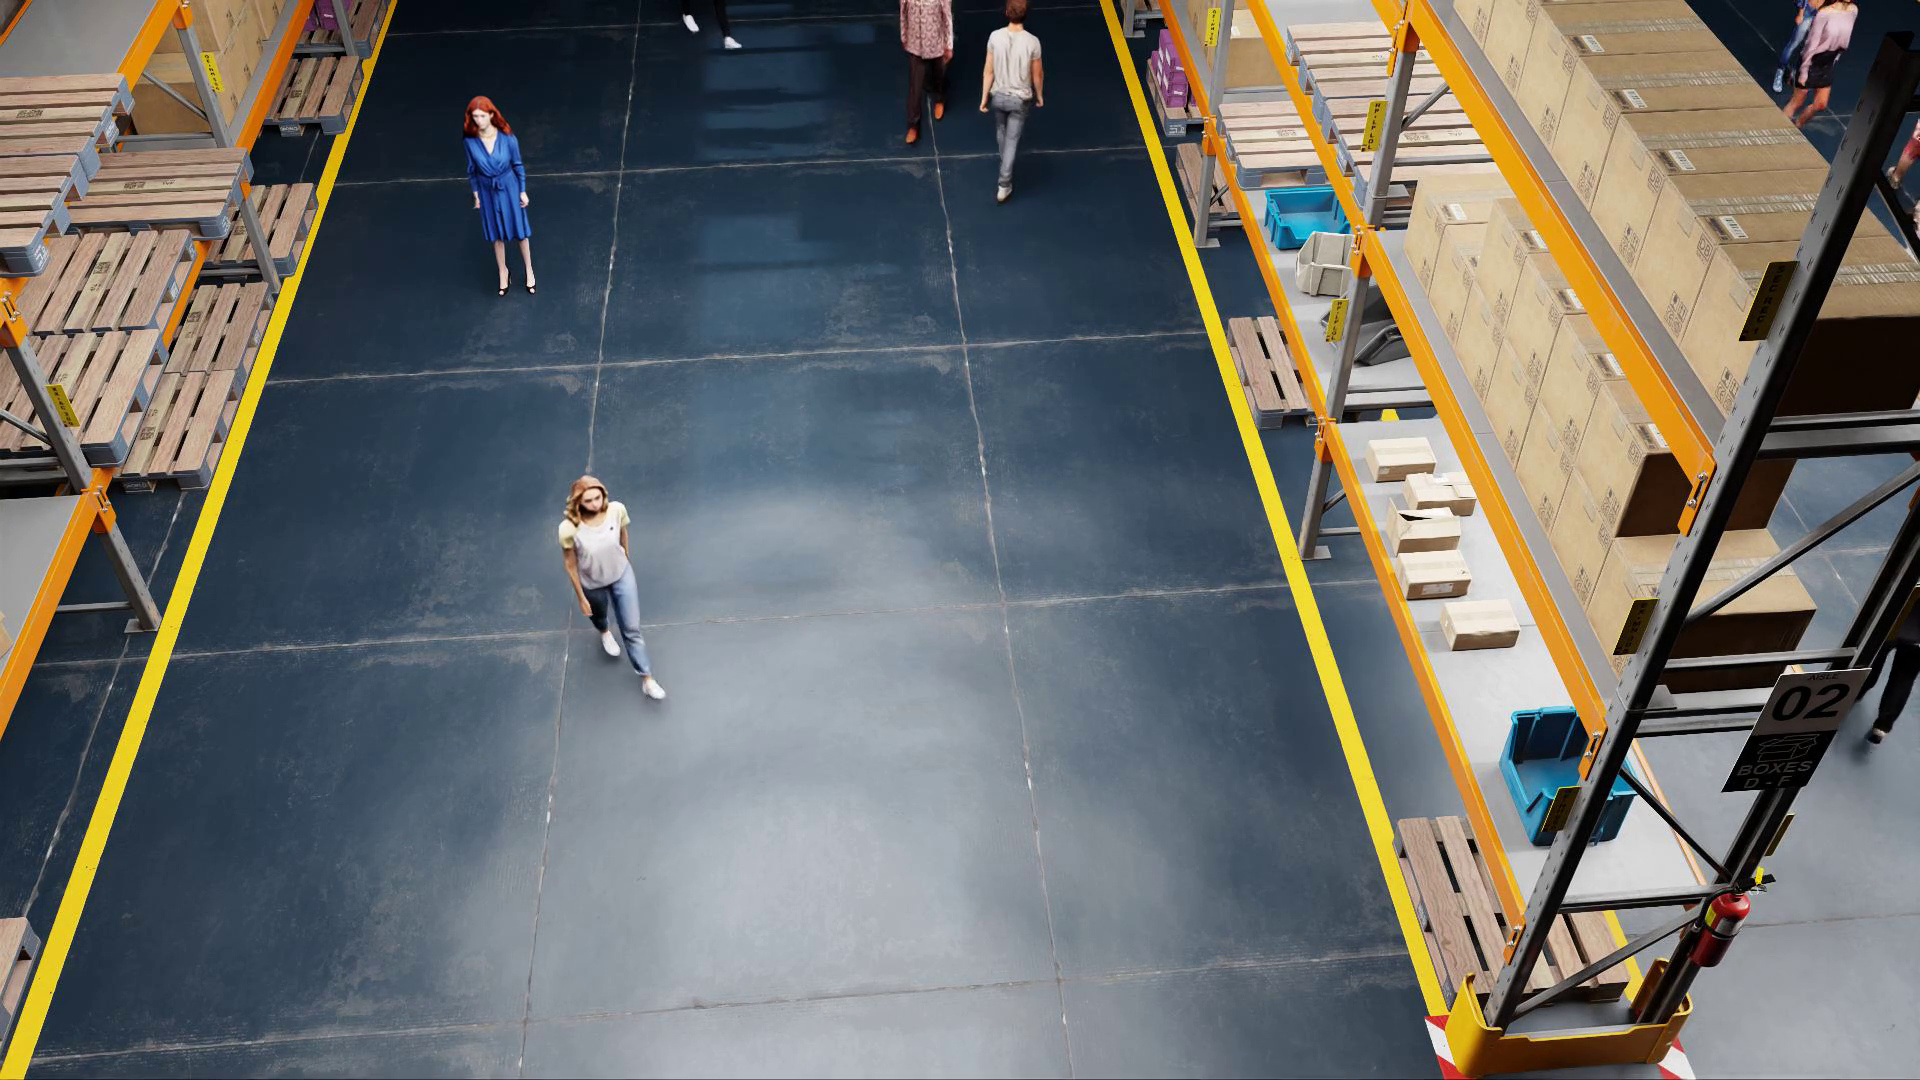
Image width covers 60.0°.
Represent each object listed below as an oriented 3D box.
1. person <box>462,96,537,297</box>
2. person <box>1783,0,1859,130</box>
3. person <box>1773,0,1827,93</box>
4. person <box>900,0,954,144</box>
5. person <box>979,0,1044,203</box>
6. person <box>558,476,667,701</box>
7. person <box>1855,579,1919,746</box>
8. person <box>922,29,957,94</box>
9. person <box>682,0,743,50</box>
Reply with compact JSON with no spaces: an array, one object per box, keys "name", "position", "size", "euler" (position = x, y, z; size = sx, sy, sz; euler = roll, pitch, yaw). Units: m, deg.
[{"name":"person","position":[-3.790,-2.838,13.748],"size":[0.599,1.828,0.564],"euler":[-2,44,-2]},{"name":"person","position":[7.859,-4.413,15.421],"size":[0.648,1.800,0.626],"euler":[-8,44,-8]},{"name":"person","position":[8.418,-5.184,16.364],"size":[0.595,1.616,0.538],"euler":[-2,44,-2]},{"name":"person","position":[-0.284,-4.754,15.805],"size":[0.873,1.765,1.236],"euler":[6,44,6]},{"name":"person","position":[0.436,-3.892,14.831],"size":[0.912,1.860,1.136],"euler":[10,44,10]},{"name":"person","position":[-2.329,0.207,10.663],"size":[0.975,1.674,1.214],"euler":[-23,48,-22]},{"name":"person","position":[5.875,0.605,10.314],"size":[0.955,1.580,1.107],"euler":[18,47,18]},{"name":"person","position":[-0.360,-5.236,16.318],"size":[0.775,1.755,0.817],"euler":[-34,53,-31]},{"name":"person","position":[-2.735,-5.930,17.098],"size":[1.071,1.683,1.291],"euler":[-30,51,-27]}]
